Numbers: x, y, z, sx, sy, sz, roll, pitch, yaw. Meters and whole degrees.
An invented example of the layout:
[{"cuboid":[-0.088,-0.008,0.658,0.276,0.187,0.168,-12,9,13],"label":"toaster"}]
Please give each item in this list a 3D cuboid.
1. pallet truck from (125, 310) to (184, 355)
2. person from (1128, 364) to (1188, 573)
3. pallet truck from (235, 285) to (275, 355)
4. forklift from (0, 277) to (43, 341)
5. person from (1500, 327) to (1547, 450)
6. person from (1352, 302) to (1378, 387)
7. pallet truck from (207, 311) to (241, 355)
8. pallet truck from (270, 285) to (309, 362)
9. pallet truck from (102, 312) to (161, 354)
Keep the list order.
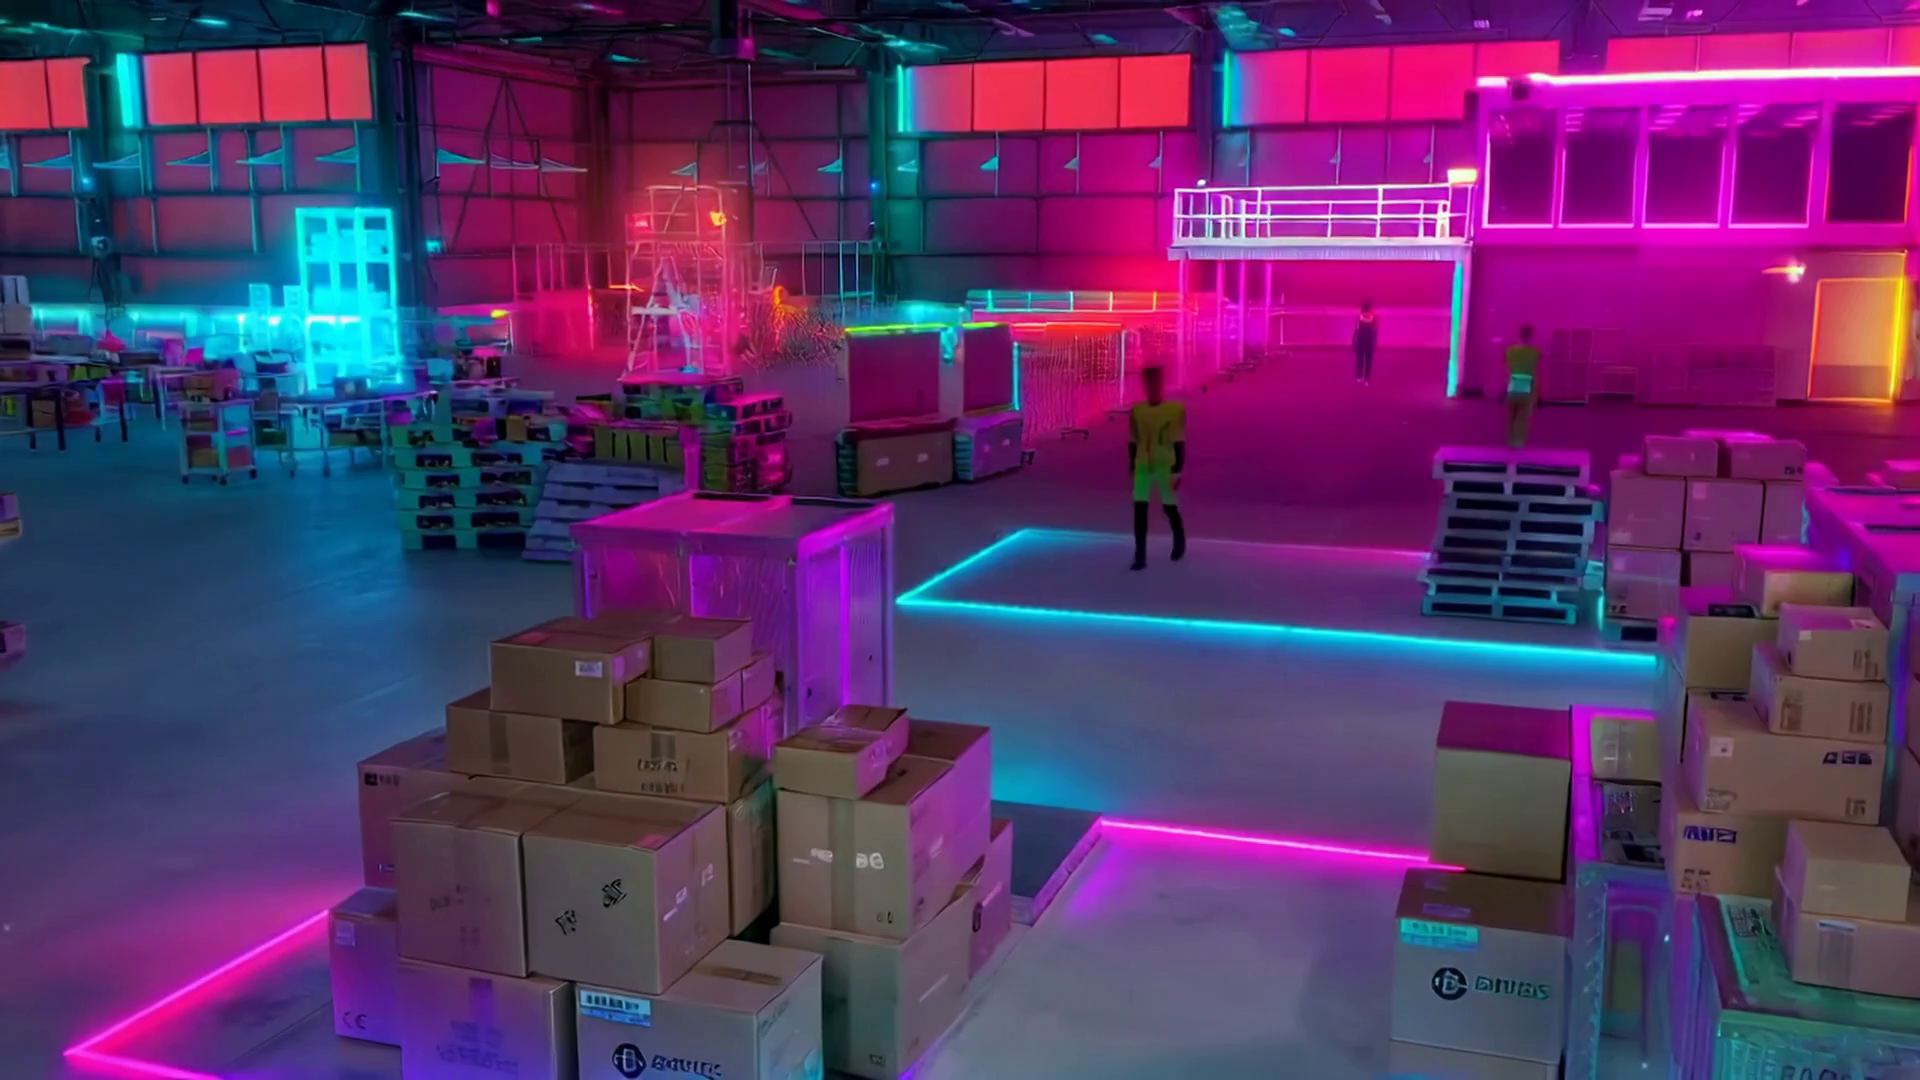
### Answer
[{"cuboid":[-22.038,-5.665,45.457,0.704,1.261,1.522,3,11,17],"label":"pallet truck"},{"cuboid":[1.863,-0.689,15.604,0.606,1.941,0.880,5,11,25],"label":"person"},{"cuboid":[-18.327,-5.835,44.421,0.823,1.965,1.885,4,11,23],"label":"pallet truck"},{"cuboid":[-27.151,-6.329,46.328,1.157,1.987,2.680,3,11,17],"label":"forklift"},{"cuboid":[8.107,-2.132,23.952,0.611,1.871,1.016,7,12,36],"label":"person"},{"cuboid":[8.712,-4.210,35.770,0.524,1.826,0.745,3,10,15],"label":"person"},{"cuboid":[-19.537,-5.575,44.913,0.653,1.274,1.630,3,11,19],"label":"pallet truck"},{"cuboid":[-17.147,-5.700,43.663,0.823,1.965,1.885,3,11,17],"label":"pallet truck"},{"cuboid":[-23.057,-5.777,46.261,0.680,1.201,1.601,3,11,19],"label":"pallet truck"}]
